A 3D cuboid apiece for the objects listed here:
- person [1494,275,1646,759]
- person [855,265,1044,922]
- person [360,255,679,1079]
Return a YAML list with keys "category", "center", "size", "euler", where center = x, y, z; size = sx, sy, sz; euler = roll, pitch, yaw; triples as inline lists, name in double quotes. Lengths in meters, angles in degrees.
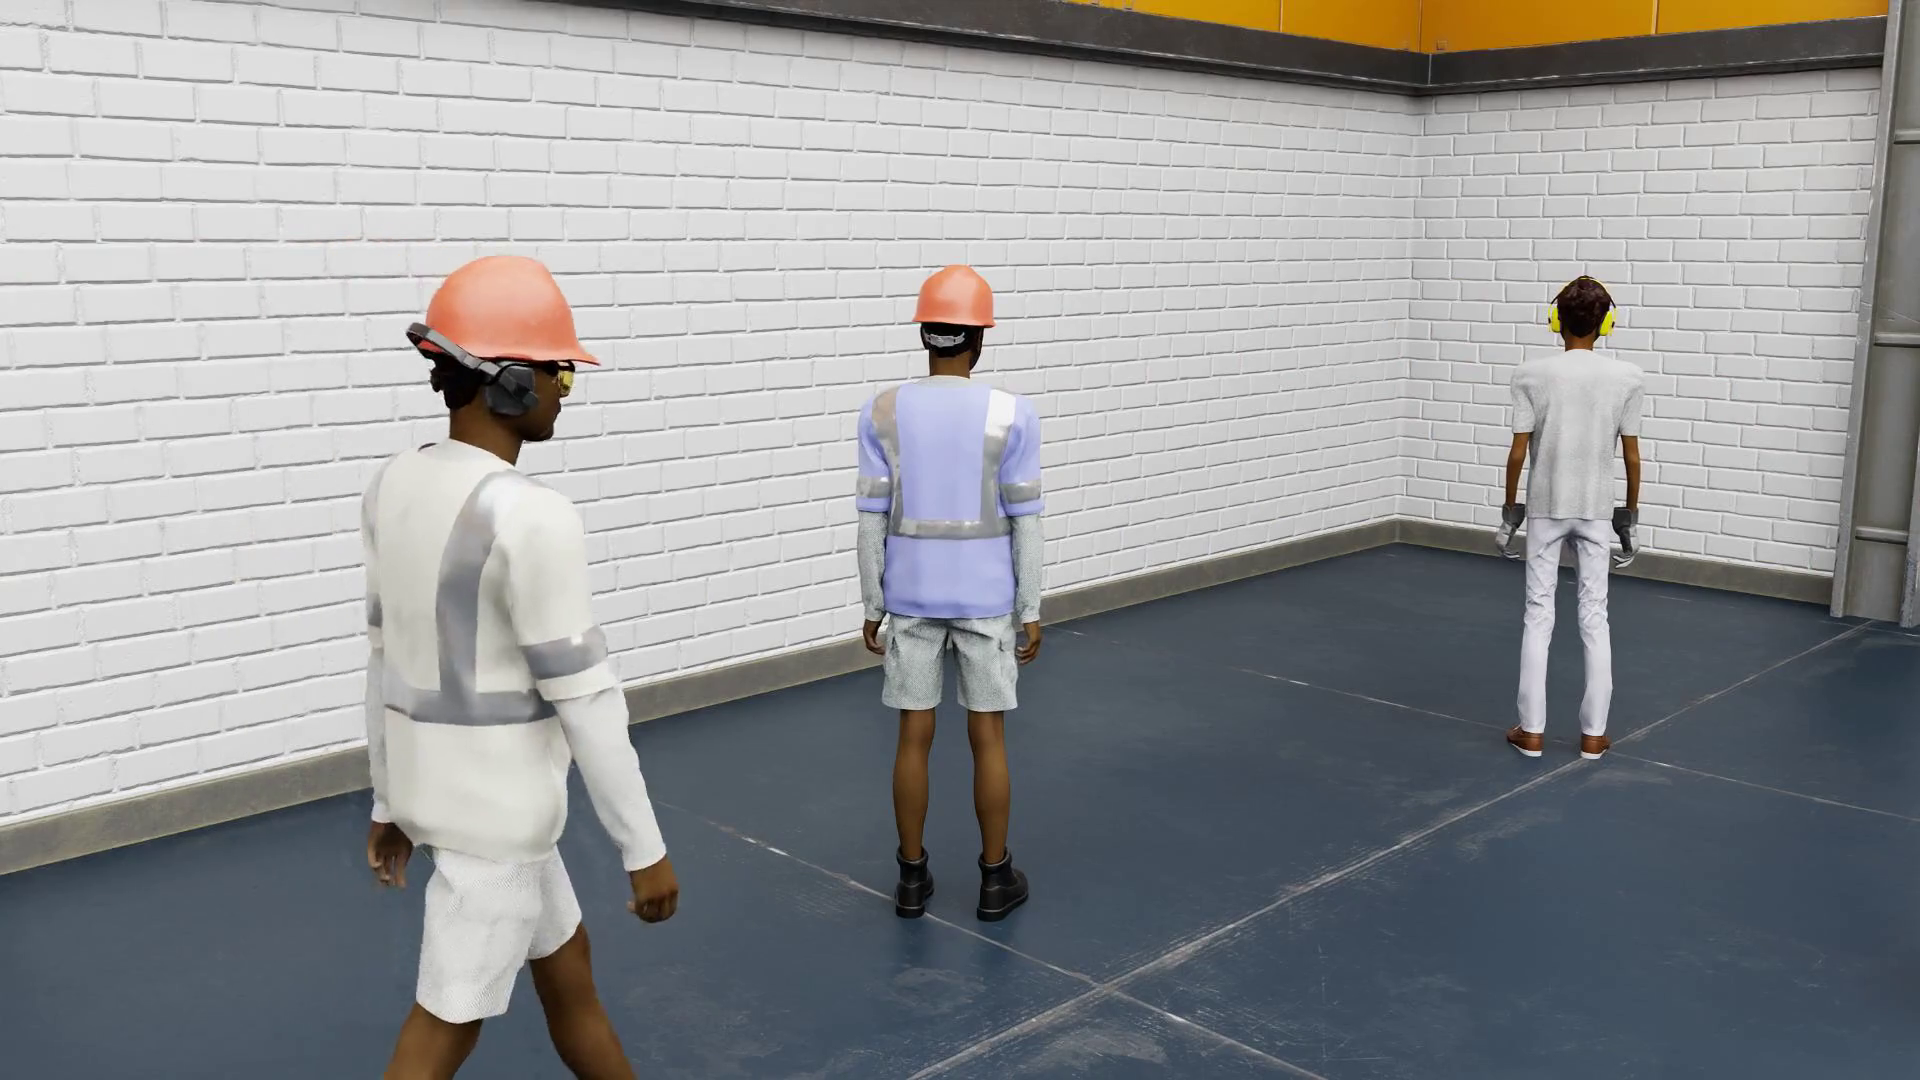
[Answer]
- category: "person"
  center: [2.358, -0.080, 6.450]
  size: [0.535, 1.868, 0.309]
  euler: [2, 11, 12]
- category: "person"
  center: [-0.024, 0.164, 4.930]
  size: [0.551, 1.935, 0.375]
  euler: [2, 11, 9]
- category: "person"
  center: [-0.814, 0.476, 3.106]
  size: [1.074, 1.981, 0.632]
  euler: [-9, 13, -39]
